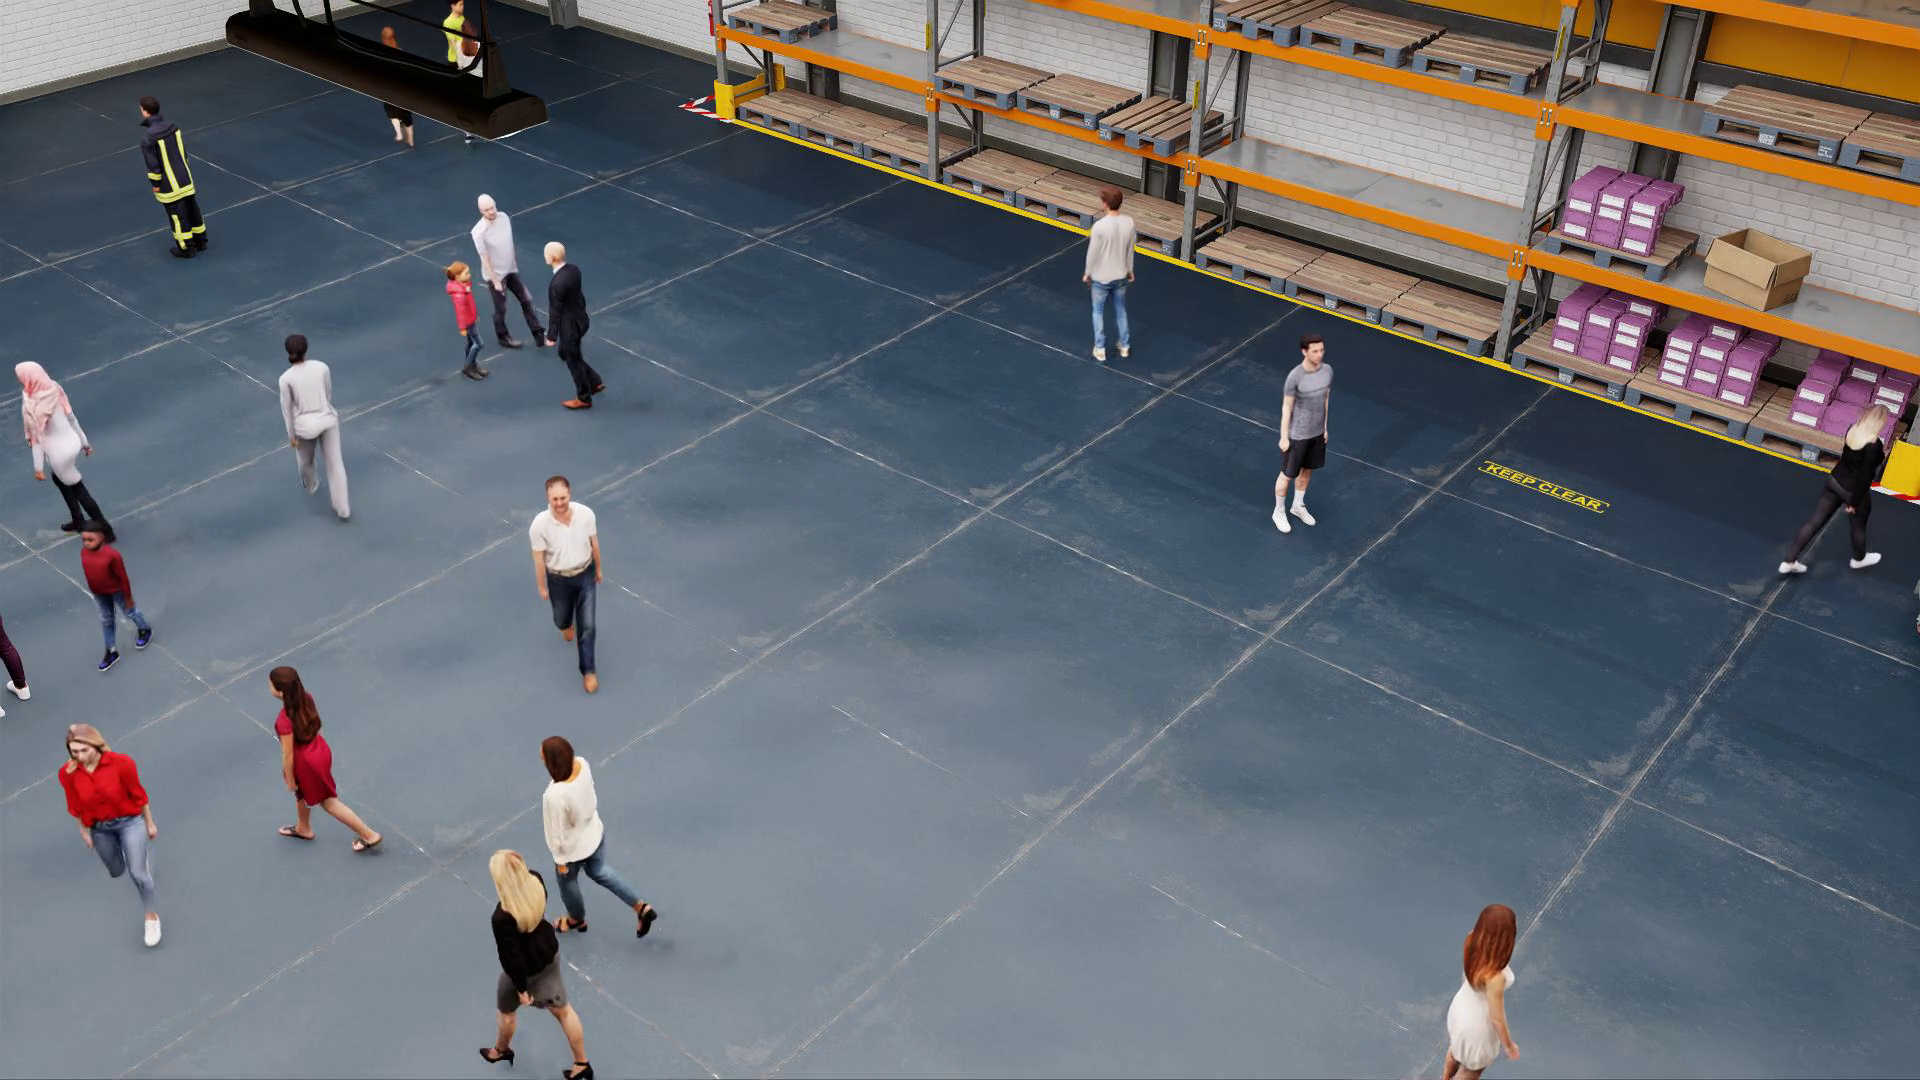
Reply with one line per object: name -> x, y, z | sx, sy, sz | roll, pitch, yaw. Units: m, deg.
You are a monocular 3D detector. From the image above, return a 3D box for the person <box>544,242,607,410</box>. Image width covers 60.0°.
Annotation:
person -> -3.762, -2.089, 16.414 | 0.877, 1.785, 0.827 | 3, 34, 4

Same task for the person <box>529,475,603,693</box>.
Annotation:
person -> -3.020, 0.239, 12.869 | 0.984, 1.833, 1.164 | -12, 35, -17

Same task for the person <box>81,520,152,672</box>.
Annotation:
person -> -6.715, 0.361, 13.224 | 0.792, 1.237, 0.793 | 5, 34, 7

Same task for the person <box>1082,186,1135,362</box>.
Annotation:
person -> 1.560, -2.730, 17.289 | 0.789, 1.885, 0.781 | -9, 35, -13

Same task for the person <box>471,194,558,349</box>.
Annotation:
person -> -4.893, -2.814, 17.493 | 1.022, 1.798, 0.819 | 16, 37, 22

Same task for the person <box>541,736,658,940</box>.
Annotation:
person -> -2.329, 1.911, 10.515 | 1.076, 1.654, 0.890 | 9, 35, 13

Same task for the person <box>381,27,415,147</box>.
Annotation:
person -> -7.668, -6.149, 22.683 | 0.695, 1.608, 0.736 | -18, 38, -25

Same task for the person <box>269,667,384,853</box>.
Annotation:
person -> -4.340, 1.510, 11.234 | 1.084, 1.527, 0.896 | 4, 34, 6

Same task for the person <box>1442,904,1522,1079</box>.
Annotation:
person -> 2.839, 2.687, 9.301 | 0.761, 1.707, 0.711 | 0, 34, 0

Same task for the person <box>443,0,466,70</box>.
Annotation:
person -> -7.245, -6.941, 23.819 | 1.130, 1.669, 0.913 | 9, 35, 13

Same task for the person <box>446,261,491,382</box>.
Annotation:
person -> -5.120, -2.245, 17.080 | 0.664, 1.309, 0.597 | -5, 34, -7

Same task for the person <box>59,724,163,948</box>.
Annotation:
person -> -5.392, 1.793, 10.661 | 0.918, 1.689, 1.051 | -10, 35, -15

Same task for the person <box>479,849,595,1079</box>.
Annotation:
person -> -2.352, 2.485, 9.511 | 1.058, 1.810, 0.801 | 13, 36, 19

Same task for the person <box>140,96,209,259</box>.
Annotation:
person -> -9.291, -4.291, 19.599 | 0.826, 1.927, 0.877 | 10, 35, 15

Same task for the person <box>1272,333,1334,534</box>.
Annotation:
person -> 3.025, -0.975, 14.661 | 0.729, 1.871, 0.689 | -16, 37, -22

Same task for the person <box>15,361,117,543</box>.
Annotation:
person -> -7.662, -0.736, 14.379 | 0.942, 1.785, 0.874 | 3, 34, 4

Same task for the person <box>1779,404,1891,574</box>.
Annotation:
person -> 7.362, -0.381, 13.984 | 1.143, 1.632, 1.158 | -6, 34, -10

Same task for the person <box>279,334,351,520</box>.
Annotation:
person -> -5.698, -0.968, 14.815 | 0.839, 1.689, 1.173 | -22, 39, -29
